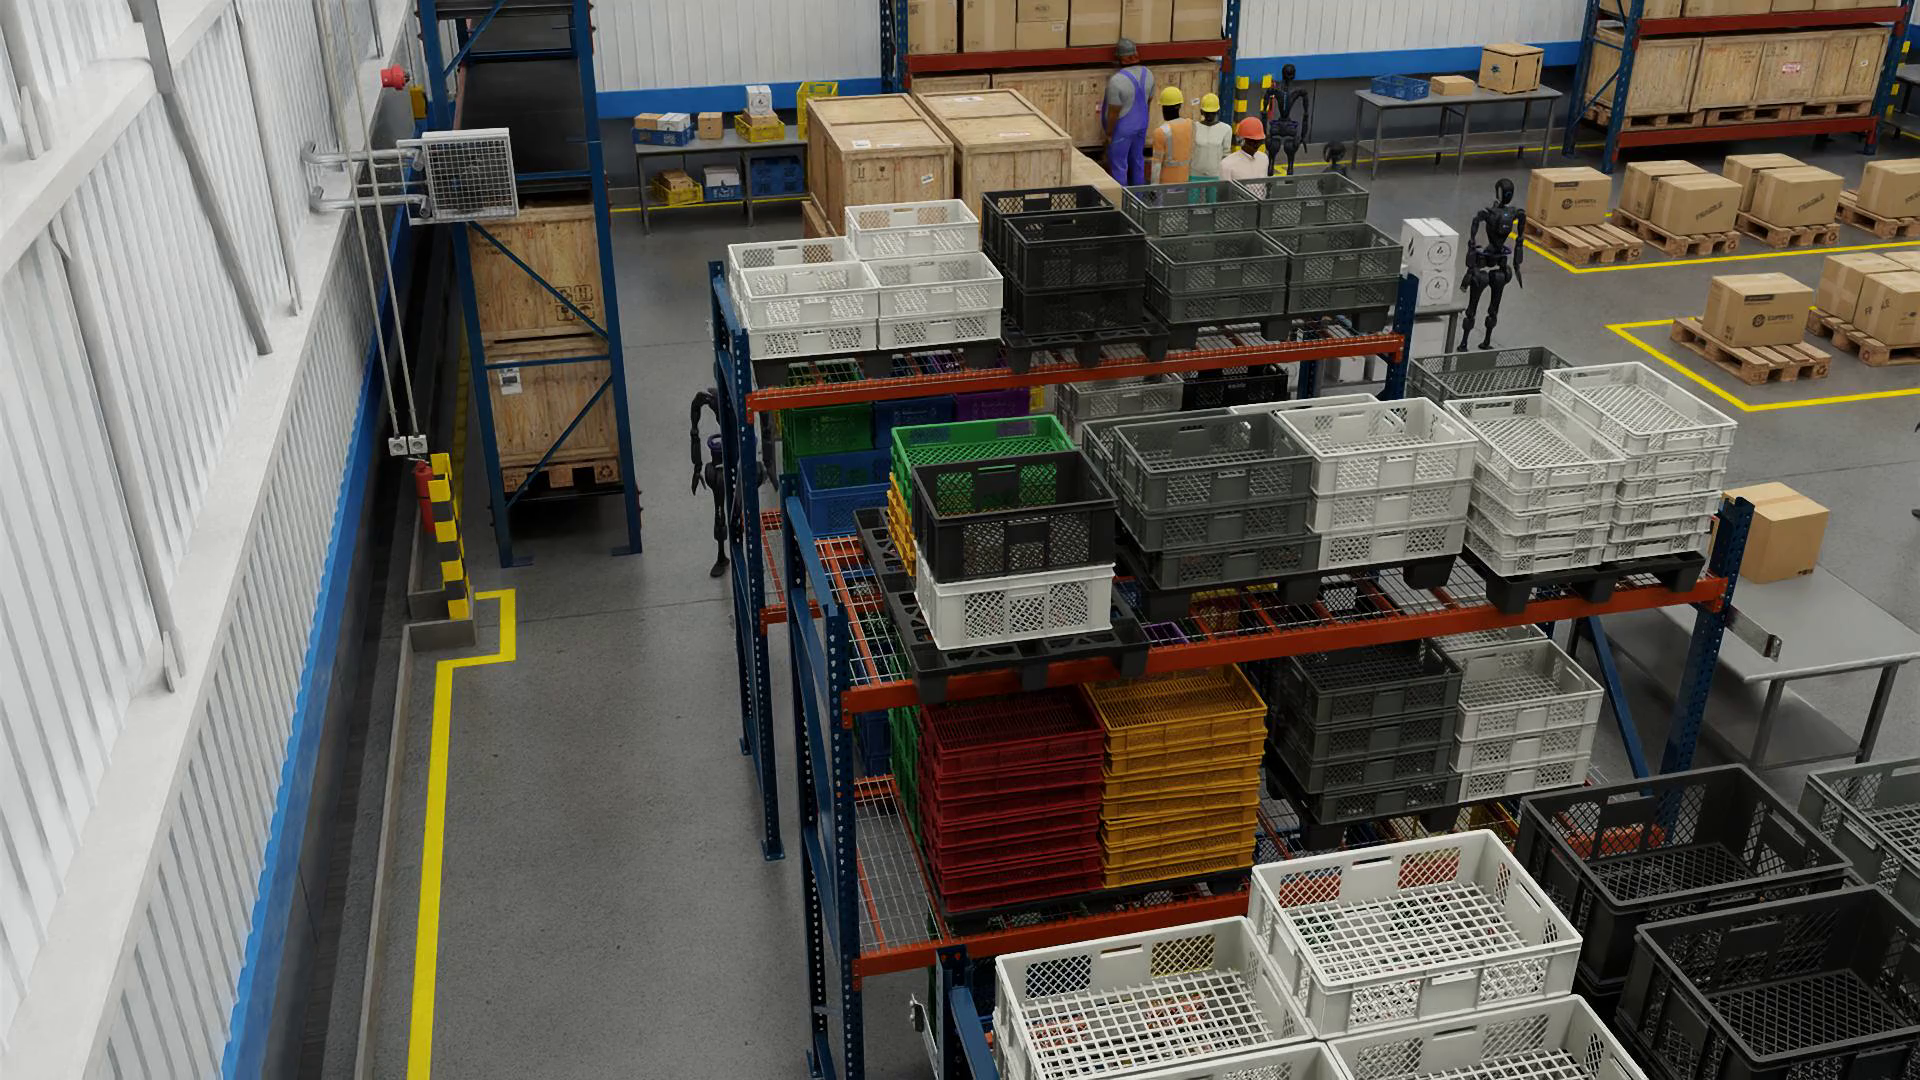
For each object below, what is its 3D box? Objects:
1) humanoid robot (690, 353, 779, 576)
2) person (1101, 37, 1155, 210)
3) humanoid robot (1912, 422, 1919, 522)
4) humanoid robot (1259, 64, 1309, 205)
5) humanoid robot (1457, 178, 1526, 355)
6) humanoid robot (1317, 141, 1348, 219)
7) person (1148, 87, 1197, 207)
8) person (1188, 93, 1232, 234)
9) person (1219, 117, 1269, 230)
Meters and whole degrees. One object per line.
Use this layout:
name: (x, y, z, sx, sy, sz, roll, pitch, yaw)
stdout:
humanoid robot: (-1.565, -0.517, 11.503, 0.609, 1.656, 0.315, -2, 28, -4)
person: (1.875, -4.769, 19.195, 0.672, 2.000, 0.536, -22, 35, -35)
humanoid robot: (7.405, -0.897, 12.223, 0.611, 1.657, 0.320, 8, 29, 15)
humanoid robot: (3.802, -4.756, 19.544, 0.586, 1.657, 0.331, 7, 29, 13)
humanoid robot: (4.877, -2.488, 15.242, 0.586, 1.657, 0.331, -6, 28, -11)
humanoid robot: (3.672, -3.096, 16.407, 0.491, 1.659, 0.640, 14, 31, 24)
person: (2.199, -3.783, 17.464, 0.583, 1.915, 0.392, -21, 34, -34)
person: (2.640, -3.912, 17.861, 0.525, 1.767, 0.329, 0, 28, -1)
person: (2.722, -3.083, 16.046, 0.607, 1.995, 0.374, -19, 33, -31)
